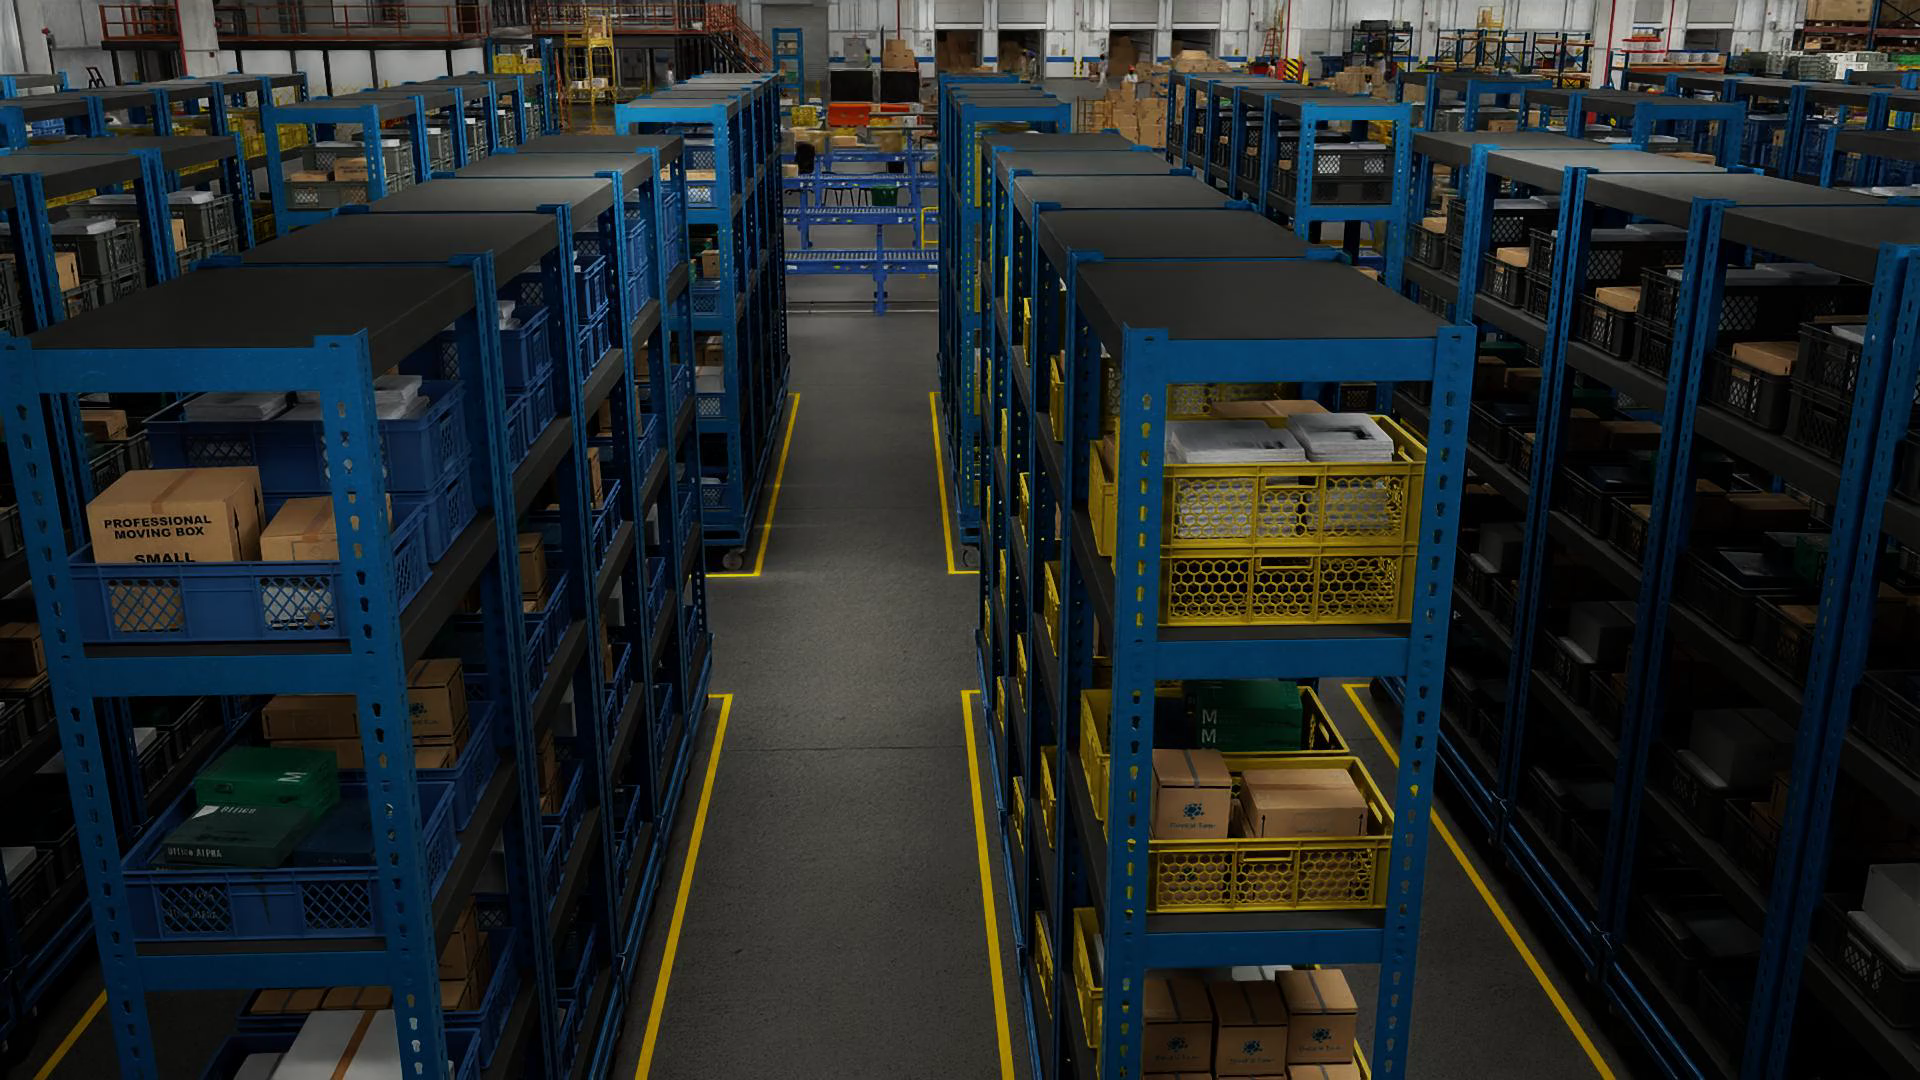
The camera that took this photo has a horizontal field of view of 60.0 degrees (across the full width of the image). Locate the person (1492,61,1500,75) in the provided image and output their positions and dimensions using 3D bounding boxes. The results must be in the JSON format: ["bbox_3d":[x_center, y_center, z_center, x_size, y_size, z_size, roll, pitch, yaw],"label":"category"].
[{"bbox_3d":[23.220,-19.823,72.234,0.329,1.865,0.513,-2,18,-7],"label":"person"}]

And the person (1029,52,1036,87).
[{"bbox_3d":[3.636,-23.513,83.516,0.384,1.949,0.605,-5,19,-16],"label":"person"}]

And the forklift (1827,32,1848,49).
[{"bbox_3d":[46.023,-25.321,87.619,1.129,2.768,1.873,-1,18,-2],"label":"forklift"}]

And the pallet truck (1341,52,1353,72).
[{"bbox_3d":[18.794,-23.123,82.231,0.823,1.965,1.885,-13,22,-35],"label":"pallet truck"}]

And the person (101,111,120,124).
[{"bbox_3d":[-21.171,-9.859,41.427,1.040,1.851,0.641,8,20,24],"label":"person"}]

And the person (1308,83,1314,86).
[{"bbox_3d":[11.915,-14.789,56.942,0.321,1.692,0.539,9,20,25],"label":"person"}]

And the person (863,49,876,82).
[{"bbox_3d":[-5.076,-26.636,93.411,0.947,1.794,0.621,-15,23,-39],"label":"person"}]

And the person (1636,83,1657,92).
[{"bbox_3d":[24.284,-15.614,58.927,0.690,2.000,0.901,14,23,37],"label":"person"}]

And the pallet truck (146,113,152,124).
[{"bbox_3d":[-18.087,-8.309,36.390,1.885,1.965,0.823,-1,18,-4],"label":"pallet truck"}]

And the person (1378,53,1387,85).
[{"bbox_3d":[21.361,-23.745,84.354,0.519,1.887,0.738,-4,18,-11],"label":"person"}]

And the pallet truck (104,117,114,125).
[{"bbox_3d":[-18.367,-7.885,35.078,1.885,1.965,0.823,1,18,2],"label":"pallet truck"}]

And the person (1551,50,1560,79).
[{"bbox_3d":[31.765,-25.158,88.718,1.004,1.882,0.572,-5,19,-16],"label":"person"}]

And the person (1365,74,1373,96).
[{"bbox_3d":[14.562,-15.691,59.452,0.334,1.864,0.521,0,18,0],"label":"person"}]

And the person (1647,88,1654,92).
[{"bbox_3d":[21.499,-13.210,51.944,0.355,1.755,0.518,-9,20,-25],"label":"person"}]

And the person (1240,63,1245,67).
[{"bbox_3d":[12.572,-20.370,74.125,0.495,1.743,0.308,12,21,32],"label":"person"}]

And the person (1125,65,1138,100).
[{"bbox_3d":[6.882,-18.134,66.914,0.561,1.918,0.464,-6,19,-17],"label":"person"}]

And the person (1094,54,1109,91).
[{"bbox_3d":[7.265,-23.838,84.789,0.978,1.793,0.640,-8,20,-24],"label":"person"}]

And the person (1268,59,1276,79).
[{"bbox_3d":[15.077,-22.403,80.502,0.321,1.692,0.534,16,24,40],"label":"person"}]

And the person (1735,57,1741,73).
[{"bbox_3d":[37.132,-22.124,79.380,0.884,1.855,0.584,-10,20,-28],"label":"person"}]

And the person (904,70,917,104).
[{"bbox_3d":[-1.878,-16.724,62.528,0.552,1.935,0.374,9,20,26],"label":"person"}]

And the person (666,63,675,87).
[{"bbox_3d":[-12.257,-19.410,70.987,0.972,1.831,0.601,-1,18,-5],"label":"person"}]

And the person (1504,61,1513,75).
[{"bbox_3d":[24.087,-20.180,73.408,0.832,1.811,0.534,-10,20,-27],"label":"person"}]

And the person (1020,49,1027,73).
[{"bbox_3d":[3.392,-25.848,90.809,0.571,1.911,0.591,6,19,18],"label":"person"}]
